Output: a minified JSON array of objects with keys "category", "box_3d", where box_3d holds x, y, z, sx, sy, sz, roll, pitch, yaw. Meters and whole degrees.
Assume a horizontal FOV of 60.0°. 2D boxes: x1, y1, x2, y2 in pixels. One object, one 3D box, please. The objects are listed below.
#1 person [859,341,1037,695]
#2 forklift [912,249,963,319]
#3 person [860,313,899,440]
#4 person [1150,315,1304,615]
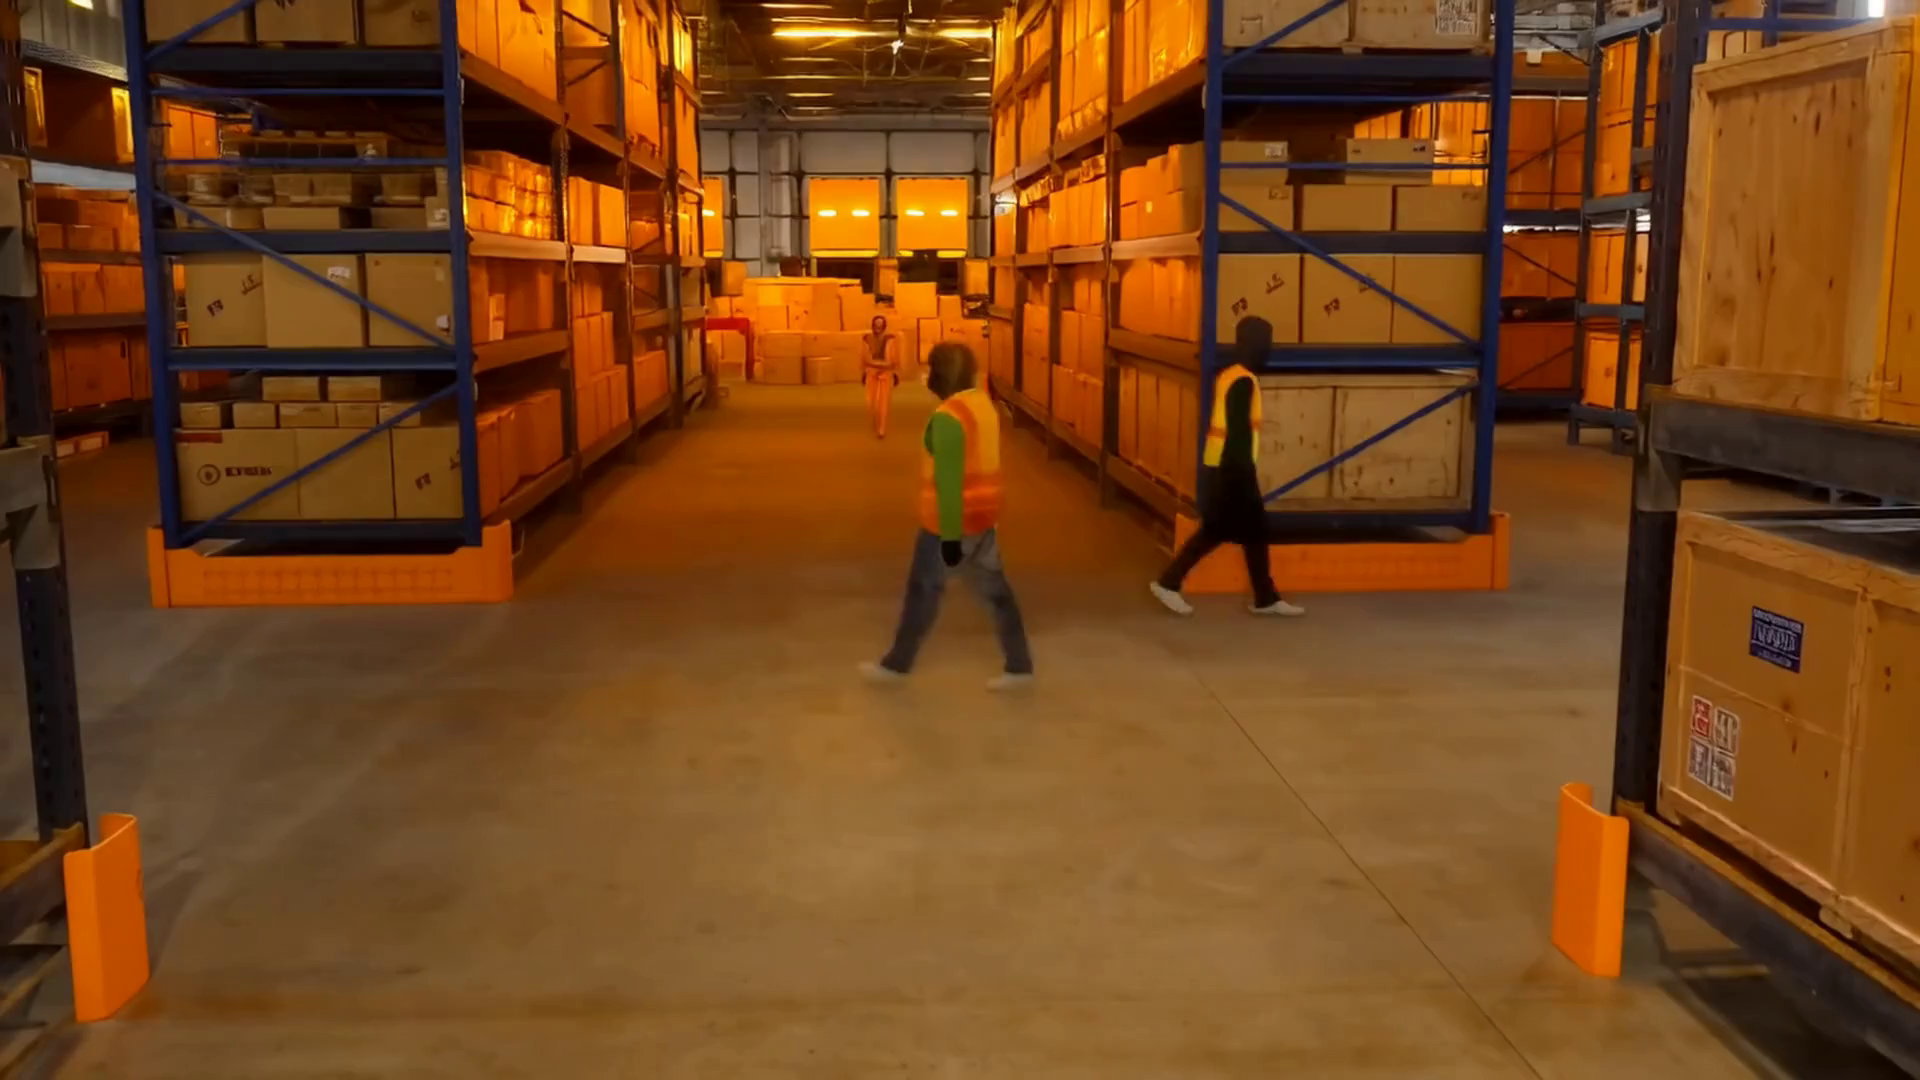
[{"category":"person","box_3d":[-0.027,-0.099,8.374,0.959,1.793,0.641,4,10,25]},{"category":"forklift","box_3d":[-0.943,-6.621,45.902,1.873,2.768,1.129,-5,10,-29]},{"category":"person","box_3d":[-1.035,-2.106,21.471,0.516,1.628,0.383,0,9,3]},{"category":"person","box_3d":[1.649,-0.450,10.320,0.929,1.882,0.604,2,9,9]}]
